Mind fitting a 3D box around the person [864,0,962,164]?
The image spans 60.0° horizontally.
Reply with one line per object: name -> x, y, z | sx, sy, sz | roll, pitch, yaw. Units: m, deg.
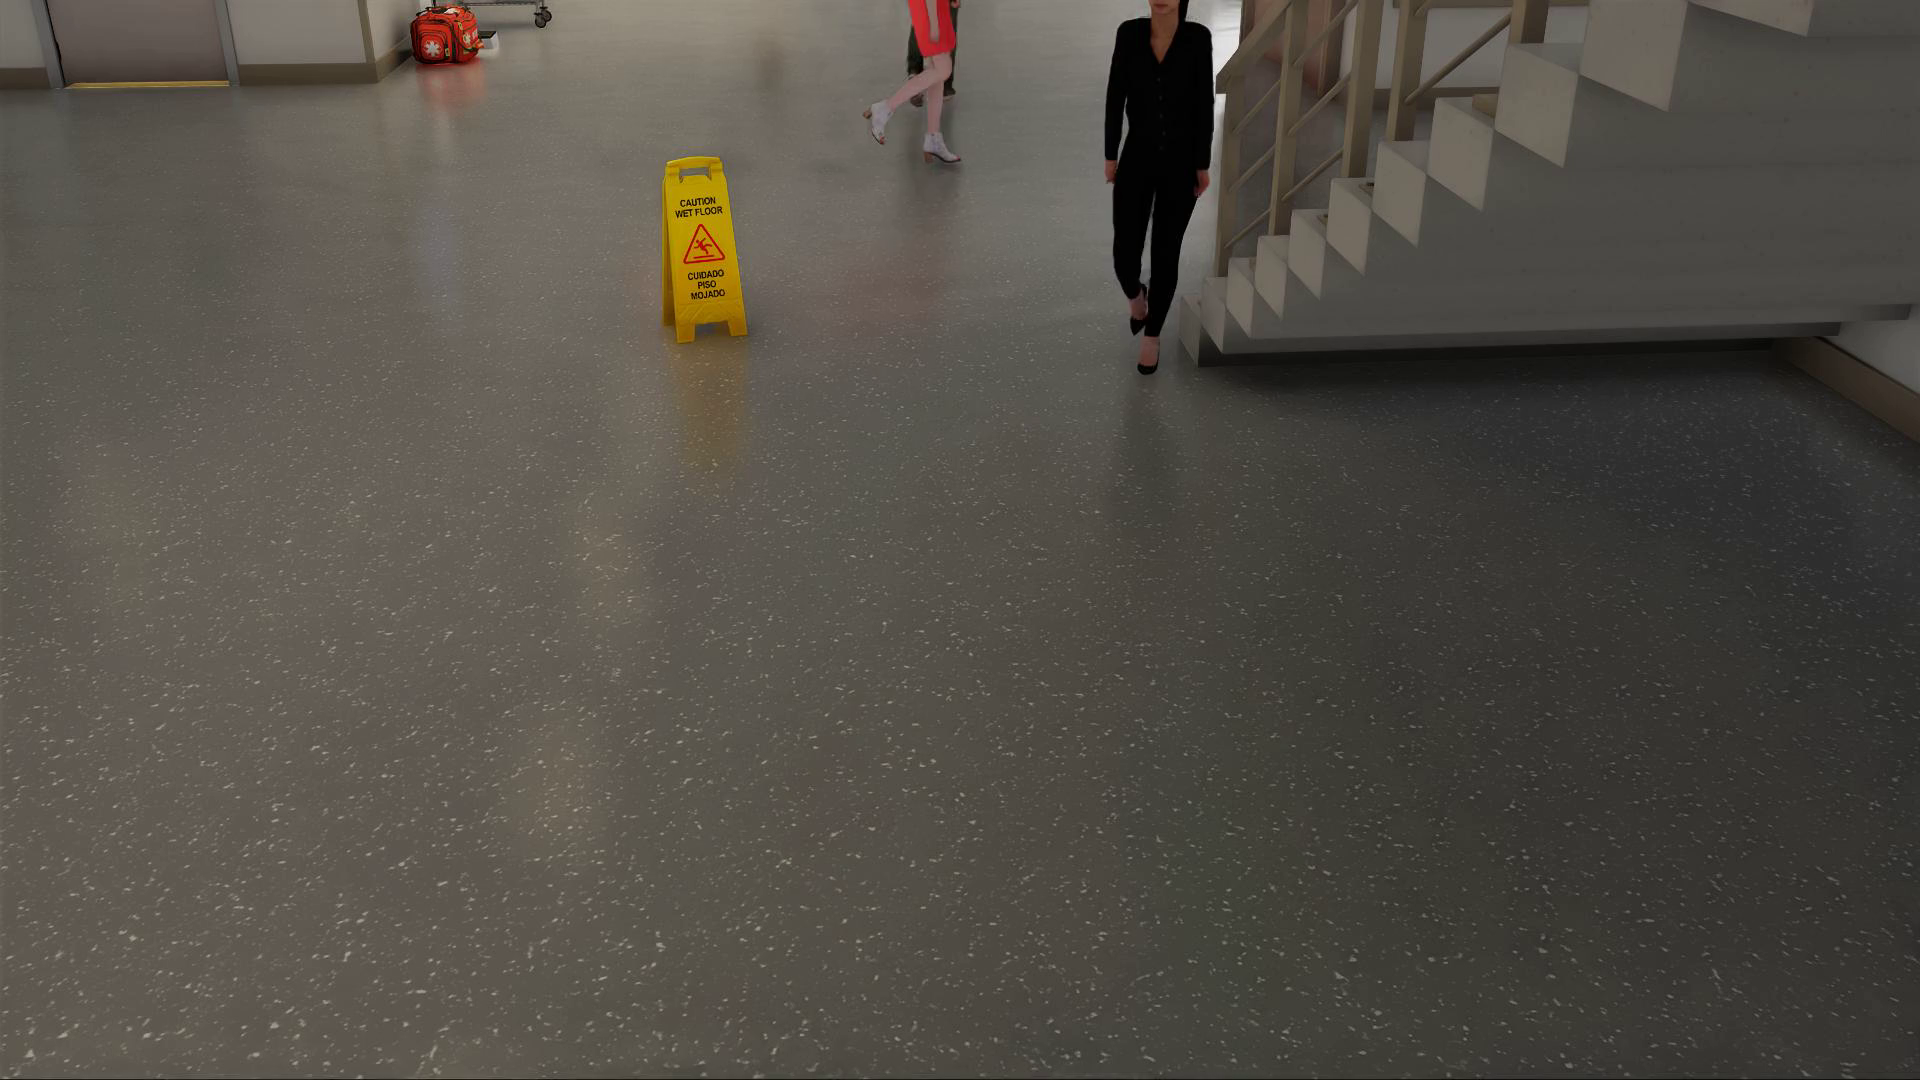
person -> -0.269, -3.179, 10.108 | 0.724, 1.811, 0.804 | 1, 26, 3

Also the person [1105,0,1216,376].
person -> 0.816, -1.518, 6.790 | 0.673, 1.702, 0.753 | 4, 26, 9

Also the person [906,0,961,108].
person -> -0.210, -3.910, 11.824 | 0.777, 1.637, 1.097 | 6, 26, 13
